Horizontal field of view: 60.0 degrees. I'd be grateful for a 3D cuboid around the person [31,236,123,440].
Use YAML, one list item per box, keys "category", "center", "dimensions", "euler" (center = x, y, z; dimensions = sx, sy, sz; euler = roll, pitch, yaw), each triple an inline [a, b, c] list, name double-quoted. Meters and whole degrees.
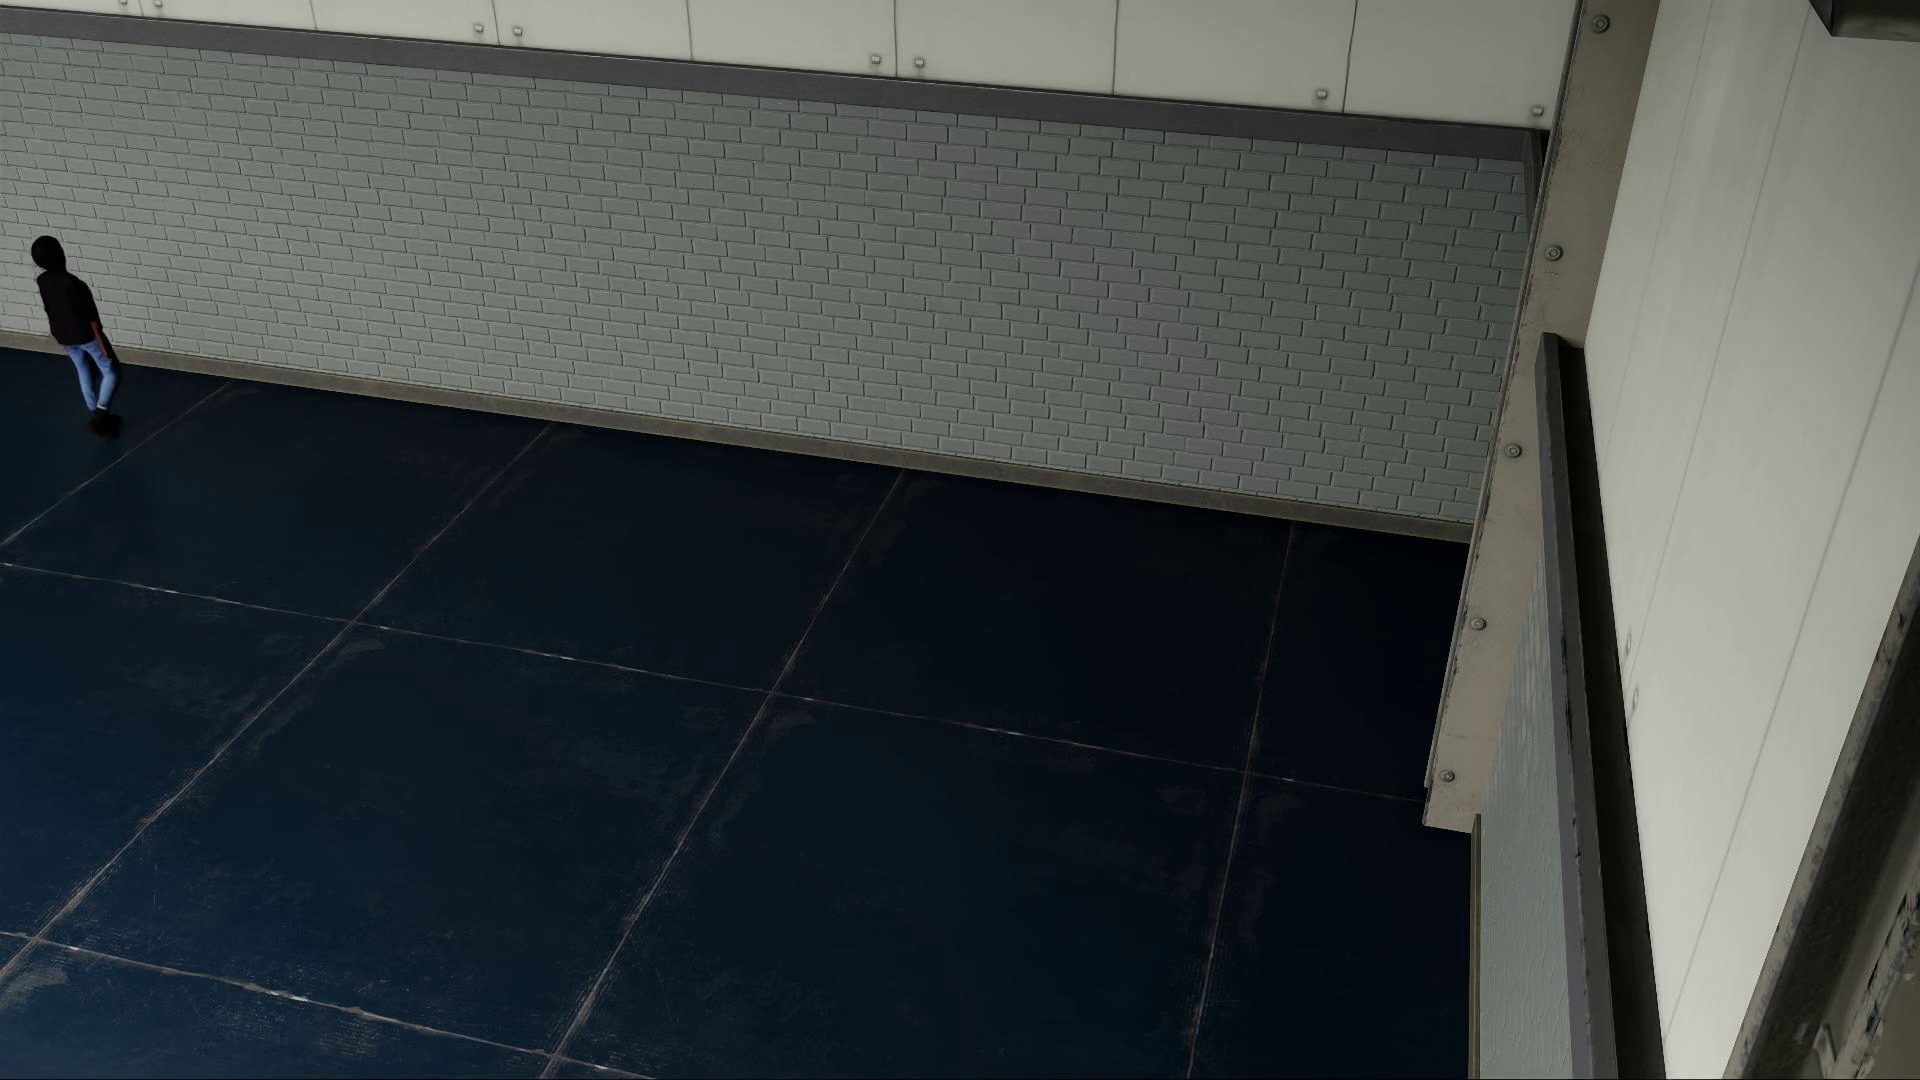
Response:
- category: "person"
  center: [-6.848, -1.523, 12.899]
  dimensions: [0.623, 1.685, 0.754]
  euler: [6, 33, 10]
